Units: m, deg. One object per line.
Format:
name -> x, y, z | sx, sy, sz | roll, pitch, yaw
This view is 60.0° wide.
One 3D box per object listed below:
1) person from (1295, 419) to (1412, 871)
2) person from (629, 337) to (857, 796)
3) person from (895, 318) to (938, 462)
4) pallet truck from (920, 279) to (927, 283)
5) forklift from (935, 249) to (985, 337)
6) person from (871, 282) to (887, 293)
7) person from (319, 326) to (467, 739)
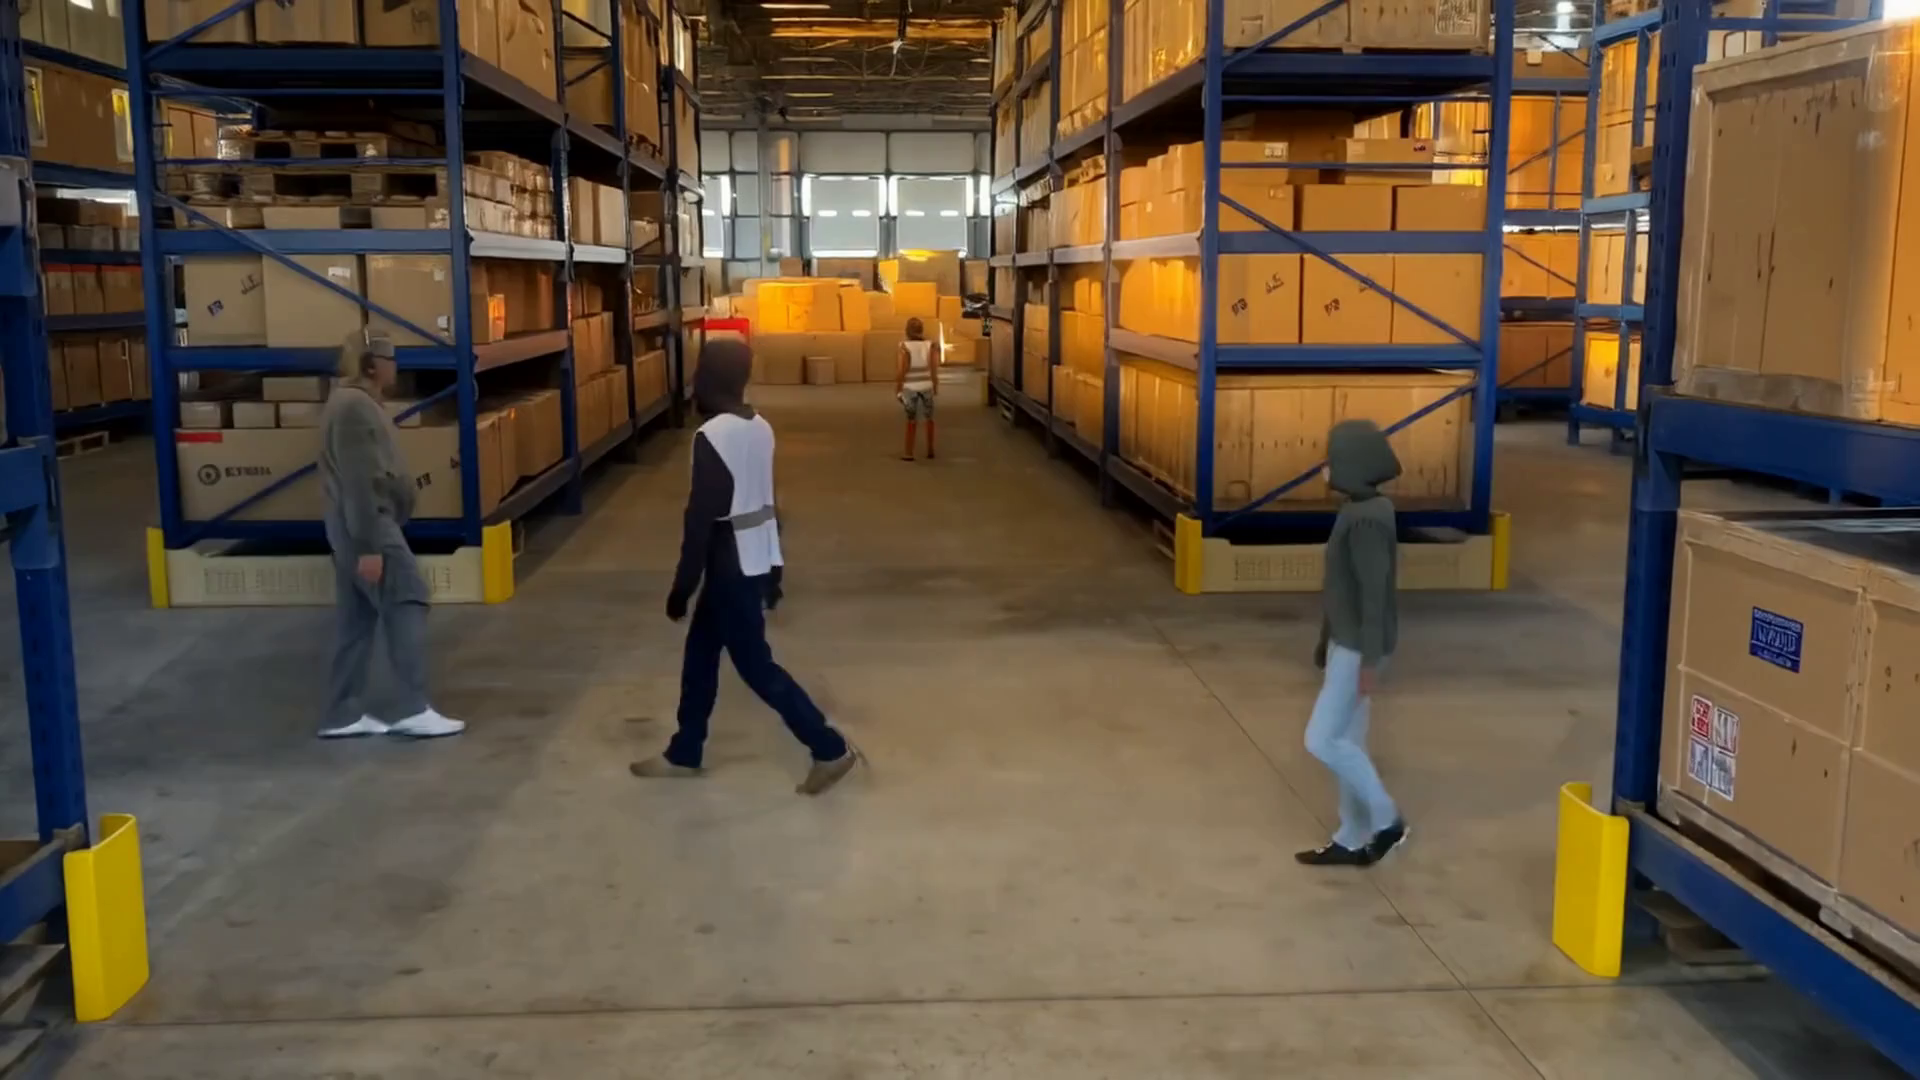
person -> 1.349, 0.388, 5.835 | 0.345, 1.620, 0.525 | 0, 9, 1
person -> -0.889, 0.110, 6.793 | 0.982, 1.883, 0.592 | 2, 9, 10
person -> -0.491, -1.706, 18.930 | 0.512, 1.639, 0.311 | -4, 10, -22
pallet truck -> -0.932, -8.922, 63.114 | 1.885, 1.965, 0.823 | 2, 9, 13
forklift -> -0.337, -6.664, 46.173 | 1.873, 2.768, 1.129 | -5, 10, -28
person -> -2.733, -7.784, 56.277 | 0.634, 1.910, 0.904 | -3, 9, -17
person -> -2.585, -0.021, 7.577 | 0.730, 1.882, 0.686 | -5, 10, -27
